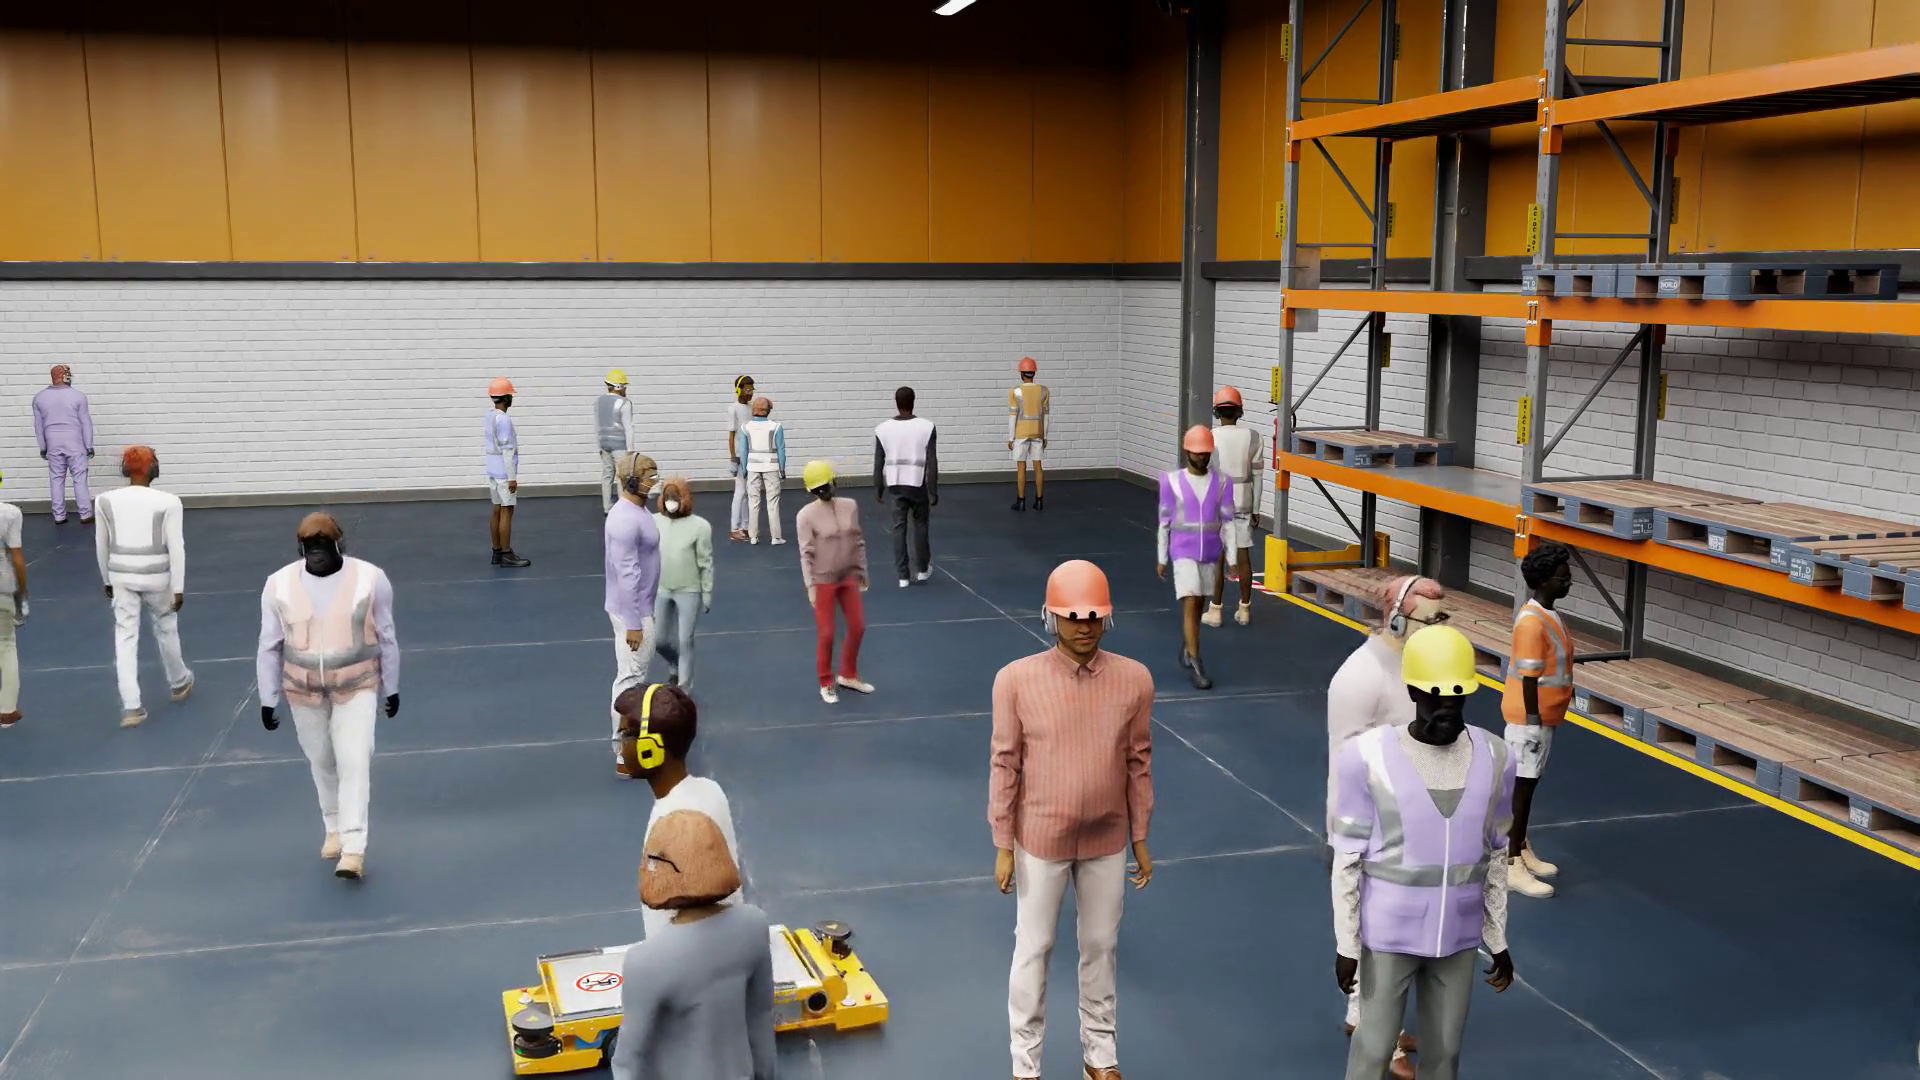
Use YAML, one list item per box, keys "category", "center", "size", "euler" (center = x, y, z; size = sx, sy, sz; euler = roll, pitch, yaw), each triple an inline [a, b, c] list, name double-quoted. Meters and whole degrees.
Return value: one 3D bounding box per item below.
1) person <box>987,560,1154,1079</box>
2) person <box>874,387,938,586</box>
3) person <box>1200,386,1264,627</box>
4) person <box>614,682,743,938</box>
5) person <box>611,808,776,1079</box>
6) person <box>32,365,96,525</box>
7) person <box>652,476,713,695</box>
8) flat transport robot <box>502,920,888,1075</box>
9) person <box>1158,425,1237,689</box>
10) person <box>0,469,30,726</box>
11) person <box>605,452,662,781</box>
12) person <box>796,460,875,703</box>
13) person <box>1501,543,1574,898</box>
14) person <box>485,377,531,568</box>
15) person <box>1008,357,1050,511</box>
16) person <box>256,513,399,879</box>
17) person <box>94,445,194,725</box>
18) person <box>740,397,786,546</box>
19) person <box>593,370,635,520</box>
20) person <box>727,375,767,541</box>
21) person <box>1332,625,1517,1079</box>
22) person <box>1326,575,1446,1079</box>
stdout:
- category: "person"
  center: [0.400, 1.051, 5.902]
  size: [0.611, 1.995, 0.375]
  euler: [-2, 9, -14]
- category: "person"
  center: [-0.506, -0.532, 16.065]
  size: [0.625, 1.897, 0.742]
  euler: [1, 9, 5]
- category: "person"
  center: [2.255, -0.282, 14.085]
  size: [0.609, 2.040, 0.394]
  euler: [-1, 9, -9]
- category: "person"
  center: [-0.825, 1.317, 4.729]
  size: [0.665, 1.838, 0.567]
  euler: [1, 9, 7]
- category: "person"
  center: [-0.637, 1.500, 4.320]
  size: [0.677, 1.613, 0.506]
  euler: [6, 11, 33]
- category: "person"
  center: [-10.632, -1.129, 19.805]
  size: [0.638, 1.904, 0.402]
  euler: [-1, 9, -4]
- category: "person"
  center: [-1.928, 0.359, 11.353]
  size: [0.514, 1.621, 0.435]
  euler: [1, 9, 7]
- category: "flat transport robot"
  center: [-1.063, 1.795, 6.623]
  size: [1.431, 0.197, 0.652]
  euler: [-3, 10, -19]
- category: "person"
  center: [1.747, 0.087, 12.266]
  size: [0.560, 1.892, 0.982]
  euler: [-1, 9, -8]
- category: "person"
  center: [-6.276, 0.363, 10.692]
  size: [0.509, 1.839, 0.802]
  euler: [-4, 10, -22]
- category: "person"
  center: [-1.924, 0.443, 9.874]
  size: [0.352, 1.937, 0.635]
  euler: [-1, 9, -6]
- category: "person"
  center: [-0.882, 0.289, 11.546]
  size: [0.609, 1.721, 0.330]
  euler: [-8, 12, -42]
- category: "person"
  center: [2.793, 0.854, 8.055]
  size: [0.321, 1.697, 0.530]
  euler: [4, 10, 26]
- category: "person"
  center: [-4.633, -0.689, 16.926]
  size: [0.344, 1.942, 0.548]
  euler: [-6, 11, -33]
- category: "person"
  center: [0.856, -1.330, 20.935]
  size: [0.545, 1.942, 0.349]
  euler: [-3, 10, -19]
- category: "person"
  center: [-3.140, 0.775, 8.228]
  size: [0.653, 1.799, 0.926]
  euler: [-1, 9, -8]
- category: "person"
  center: [-5.520, 0.274, 11.259]
  size: [0.597, 1.832, 0.989]
  euler: [-2, 9, -10]
- category: "person"
  center: [-2.156, -0.748, 18.240]
  size: [0.514, 1.640, 0.310]
  euler: [2, 9, 10]
- category: "person"
  center: [-4.147, -1.140, 20.097]
  size: [0.591, 1.829, 0.404]
  euler: [6, 11, 33]
- category: "person"
  center: [-2.409, -0.918, 18.644]
  size: [0.345, 1.855, 0.533]
  euler: [4, 10, 21]
- category: "person"
  center: [1.437, 1.205, 5.148]
  size: [0.585, 1.928, 0.370]
  euler: [-1, 9, -9]
- category: "person"
  center: [1.668, 1.058, 6.211]
  size: [0.571, 1.880, 0.671]
  euler: [8, 12, 40]
